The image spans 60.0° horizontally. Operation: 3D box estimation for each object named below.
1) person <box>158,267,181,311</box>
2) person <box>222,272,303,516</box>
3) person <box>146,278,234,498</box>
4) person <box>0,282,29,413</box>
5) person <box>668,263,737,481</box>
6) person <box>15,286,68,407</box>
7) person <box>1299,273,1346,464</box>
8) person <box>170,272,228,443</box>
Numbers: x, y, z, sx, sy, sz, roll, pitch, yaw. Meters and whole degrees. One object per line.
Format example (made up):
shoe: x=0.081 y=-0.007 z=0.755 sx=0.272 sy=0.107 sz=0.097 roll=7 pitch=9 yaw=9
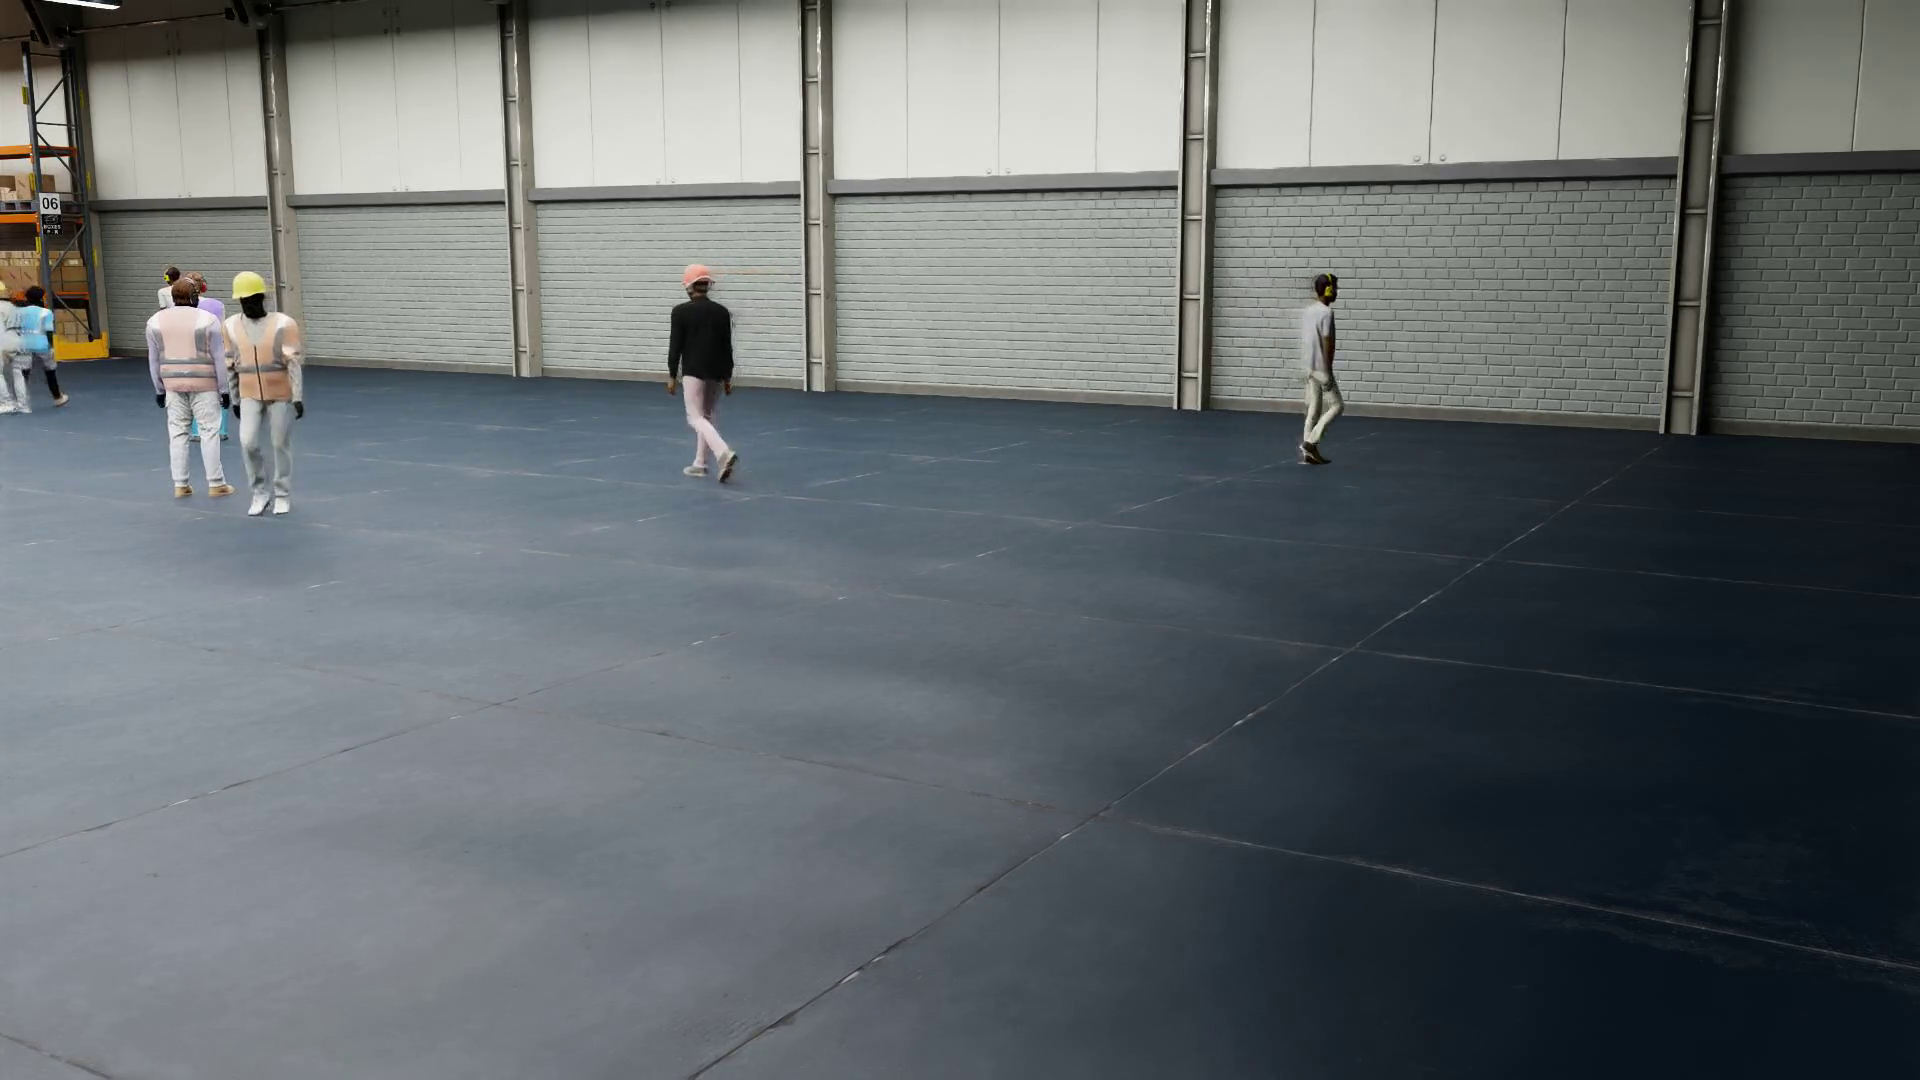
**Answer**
person: x=-11.853 y=-3.197 z=25.195 sx=0.531 sy=1.862 sz=0.332 roll=-8 pitch=13 yaw=-41
person: x=-5.410 y=-1.126 z=12.945 sx=0.613 sy=1.902 sz=0.562 roll=-2 pitch=10 yaw=-9
person: x=-6.443 y=-1.258 z=13.952 sx=0.637 sy=1.849 sz=0.468 roll=0 pitch=10 yaw=-2
person: x=-12.312 y=-2.481 z=21.439 sx=0.521 sy=1.716 sz=0.495 roll=0 pitch=10 yaw=2
person: x=-2.273 y=-1.503 z=14.983 sx=0.843 sy=1.964 sz=0.603 roll=9 pitch=13 yaw=42
person: x=-12.174 y=-2.520 z=21.901 sx=0.539 sy=1.624 sz=0.989 roll=-1 pitch=10 yaw=-7
person: x=3.507 y=-1.641 z=16.095 sx=0.419 sy=1.853 sz=0.548 roll=-2 pitch=10 yaw=-13
person: x=-8.255 y=-1.978 z=18.089 sx=0.564 sy=1.846 sz=0.390 roll=-7 pitch=12 yaw=-35
